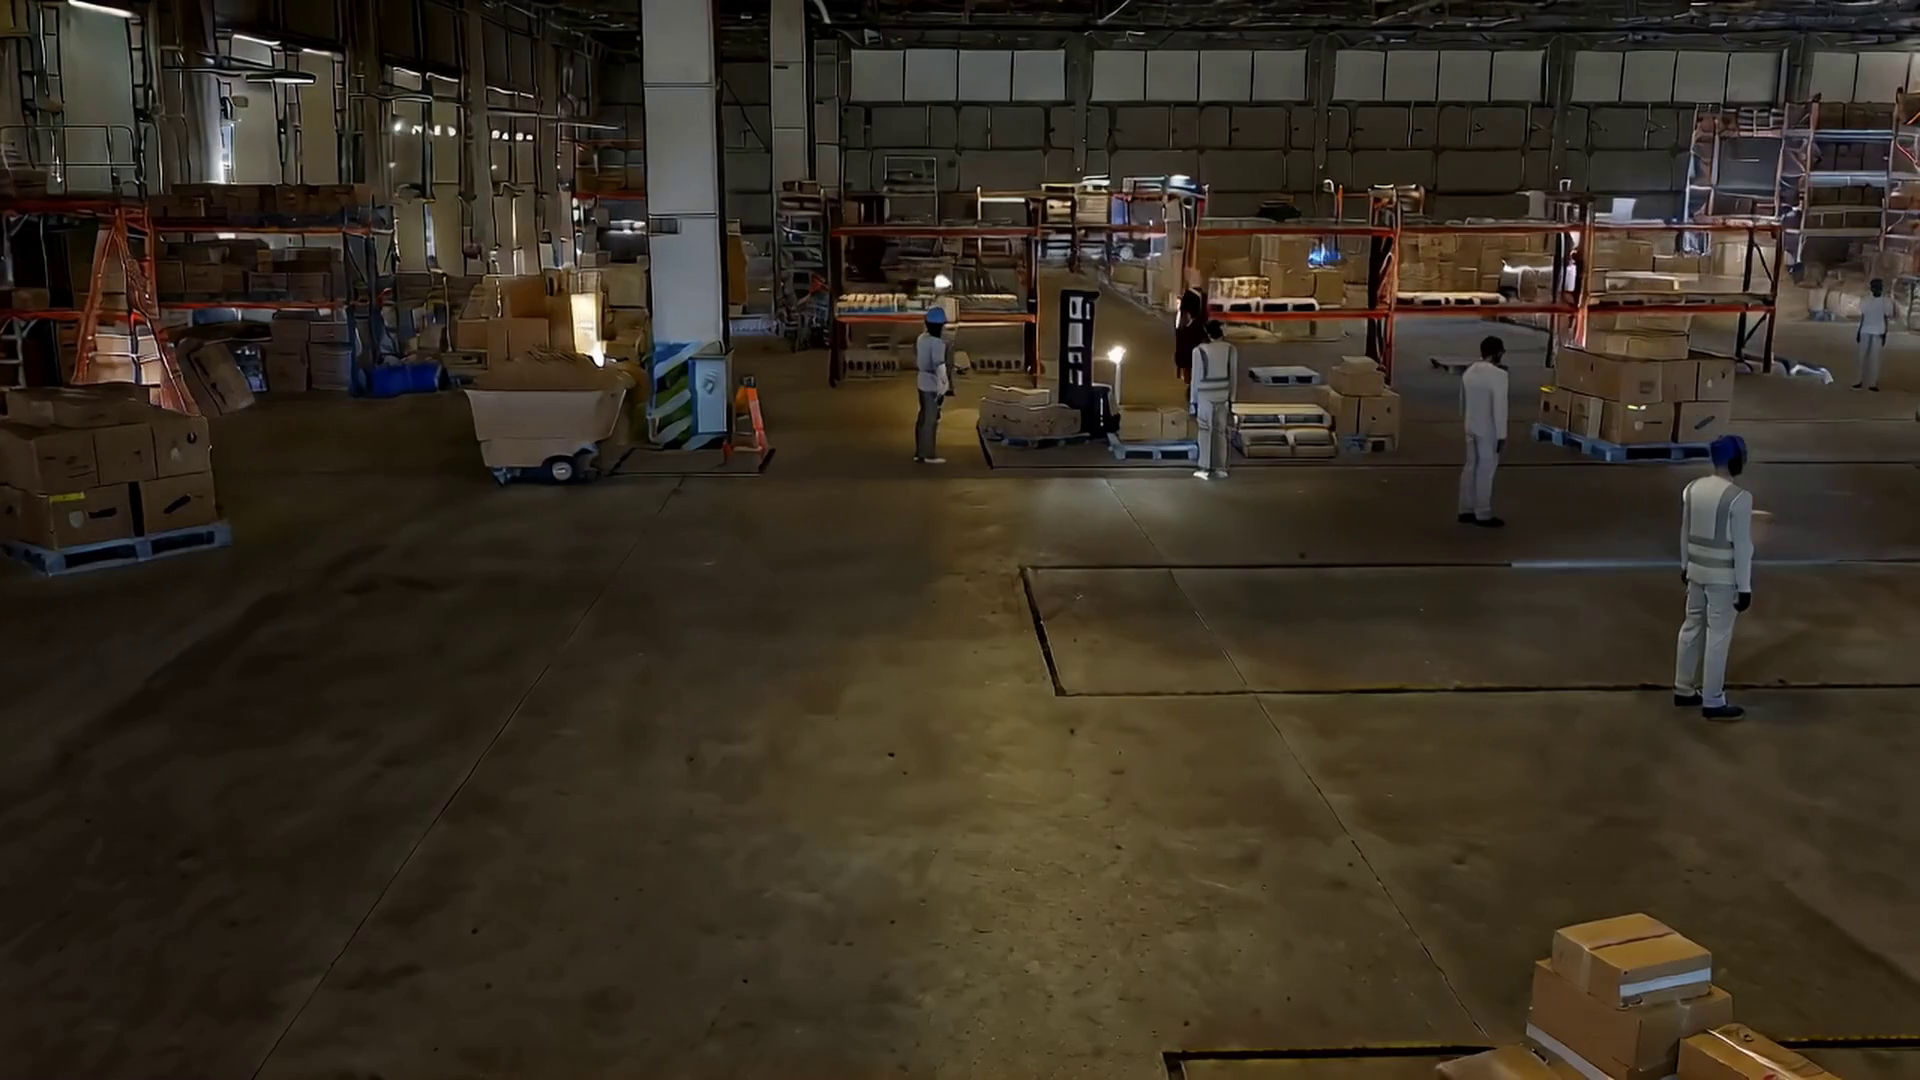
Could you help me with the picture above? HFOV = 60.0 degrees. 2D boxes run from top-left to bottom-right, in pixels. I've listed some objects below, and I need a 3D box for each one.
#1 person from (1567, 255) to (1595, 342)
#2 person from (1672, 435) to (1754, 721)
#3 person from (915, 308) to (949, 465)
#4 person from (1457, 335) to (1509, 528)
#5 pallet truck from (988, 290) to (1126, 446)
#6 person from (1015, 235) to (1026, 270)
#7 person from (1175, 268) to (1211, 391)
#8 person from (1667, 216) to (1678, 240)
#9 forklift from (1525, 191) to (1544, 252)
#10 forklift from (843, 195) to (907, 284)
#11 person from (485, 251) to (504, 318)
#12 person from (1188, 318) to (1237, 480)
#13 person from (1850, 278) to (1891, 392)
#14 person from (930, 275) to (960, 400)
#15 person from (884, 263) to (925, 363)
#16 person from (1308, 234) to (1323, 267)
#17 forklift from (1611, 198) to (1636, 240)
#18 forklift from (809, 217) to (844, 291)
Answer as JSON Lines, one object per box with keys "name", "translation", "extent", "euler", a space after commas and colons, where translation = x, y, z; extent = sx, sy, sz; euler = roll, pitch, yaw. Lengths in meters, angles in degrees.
{"name": "person", "translation": [13.130, -5.097, 35.152], "extent": [0.635, 1.820, 0.470], "euler": [-8, 15, -32]}
{"name": "person", "translation": [4.948, 0.247, 10.881], "extent": [0.355, 1.882, 0.575], "euler": [-4, 13, -17]}
{"name": "person", "translation": [-0.338, -1.881, 20.407], "extent": [0.389, 1.921, 0.585], "euler": [-7, 14, -29]}
{"name": "person", "translation": [5.296, -1.097, 16.820], "extent": [0.352, 1.937, 0.635], "euler": [-5, 13, -21]}
{"name": "pallet truck", "translation": [1.257, -2.299, 22.111], "extent": [1.885, 1.965, 0.823], "euler": [-9, 15, -35]}
{"name": "person", "translation": [2.045, -9.155, 53.784], "extent": [0.539, 1.679, 0.701], "euler": [0, 12, 1]}
{"name": "person", "translation": [3.784, -3.415, 27.050], "extent": [0.625, 2.000, 0.690], "euler": [12, 17, 43]}
{"name": "person", "translation": [26.599, -11.139, 62.152], "extent": [0.350, 1.942, 0.545], "euler": [4, 13, 19]}
{"name": "forklift", "translation": [21.705, -11.781, 62.913], "extent": [1.873, 2.768, 1.129], "euler": [1, 13, 5]}
{"name": "forklift", "translation": [-2.728, -9.625, 53.179], "extent": [1.873, 2.768, 1.129], "euler": [-7, 14, -28]}
{"name": "person", "translation": [-11.472, -6.268, 40.871], "extent": [0.518, 1.633, 0.312], "euler": [10, 16, 37]}
{"name": "person", "translation": [2.941, -1.642, 19.401], "extent": [0.583, 1.882, 0.338], "euler": [-4, 13, -16]}
{"name": "person", "translation": [14.927, -3.357, 27.220], "extent": [0.331, 1.861, 0.503], "euler": [-7, 14, -27]}
{"name": "person", "translation": [-0.261, -3.191, 26.244], "extent": [0.383, 1.951, 0.605], "euler": [11, 17, 41]}
{"name": "person", "translation": [-0.943, -4.213, 31.008], "extent": [0.968, 1.887, 0.595], "euler": [3, 13, 12]}
{"name": "person", "translation": [12.403, -10.123, 58.131], "extent": [0.547, 1.681, 0.509], "euler": [3, 13, 15]}
{"name": "forklift", "translation": [18.431, -8.134, 46.447], "extent": [1.873, 2.768, 1.129], "euler": [9, 16, 36]}
{"name": "forklift", "translation": [-4.372, -8.620, 48.640], "extent": [1.873, 2.768, 1.129], "euler": [0, 12, -2]}
